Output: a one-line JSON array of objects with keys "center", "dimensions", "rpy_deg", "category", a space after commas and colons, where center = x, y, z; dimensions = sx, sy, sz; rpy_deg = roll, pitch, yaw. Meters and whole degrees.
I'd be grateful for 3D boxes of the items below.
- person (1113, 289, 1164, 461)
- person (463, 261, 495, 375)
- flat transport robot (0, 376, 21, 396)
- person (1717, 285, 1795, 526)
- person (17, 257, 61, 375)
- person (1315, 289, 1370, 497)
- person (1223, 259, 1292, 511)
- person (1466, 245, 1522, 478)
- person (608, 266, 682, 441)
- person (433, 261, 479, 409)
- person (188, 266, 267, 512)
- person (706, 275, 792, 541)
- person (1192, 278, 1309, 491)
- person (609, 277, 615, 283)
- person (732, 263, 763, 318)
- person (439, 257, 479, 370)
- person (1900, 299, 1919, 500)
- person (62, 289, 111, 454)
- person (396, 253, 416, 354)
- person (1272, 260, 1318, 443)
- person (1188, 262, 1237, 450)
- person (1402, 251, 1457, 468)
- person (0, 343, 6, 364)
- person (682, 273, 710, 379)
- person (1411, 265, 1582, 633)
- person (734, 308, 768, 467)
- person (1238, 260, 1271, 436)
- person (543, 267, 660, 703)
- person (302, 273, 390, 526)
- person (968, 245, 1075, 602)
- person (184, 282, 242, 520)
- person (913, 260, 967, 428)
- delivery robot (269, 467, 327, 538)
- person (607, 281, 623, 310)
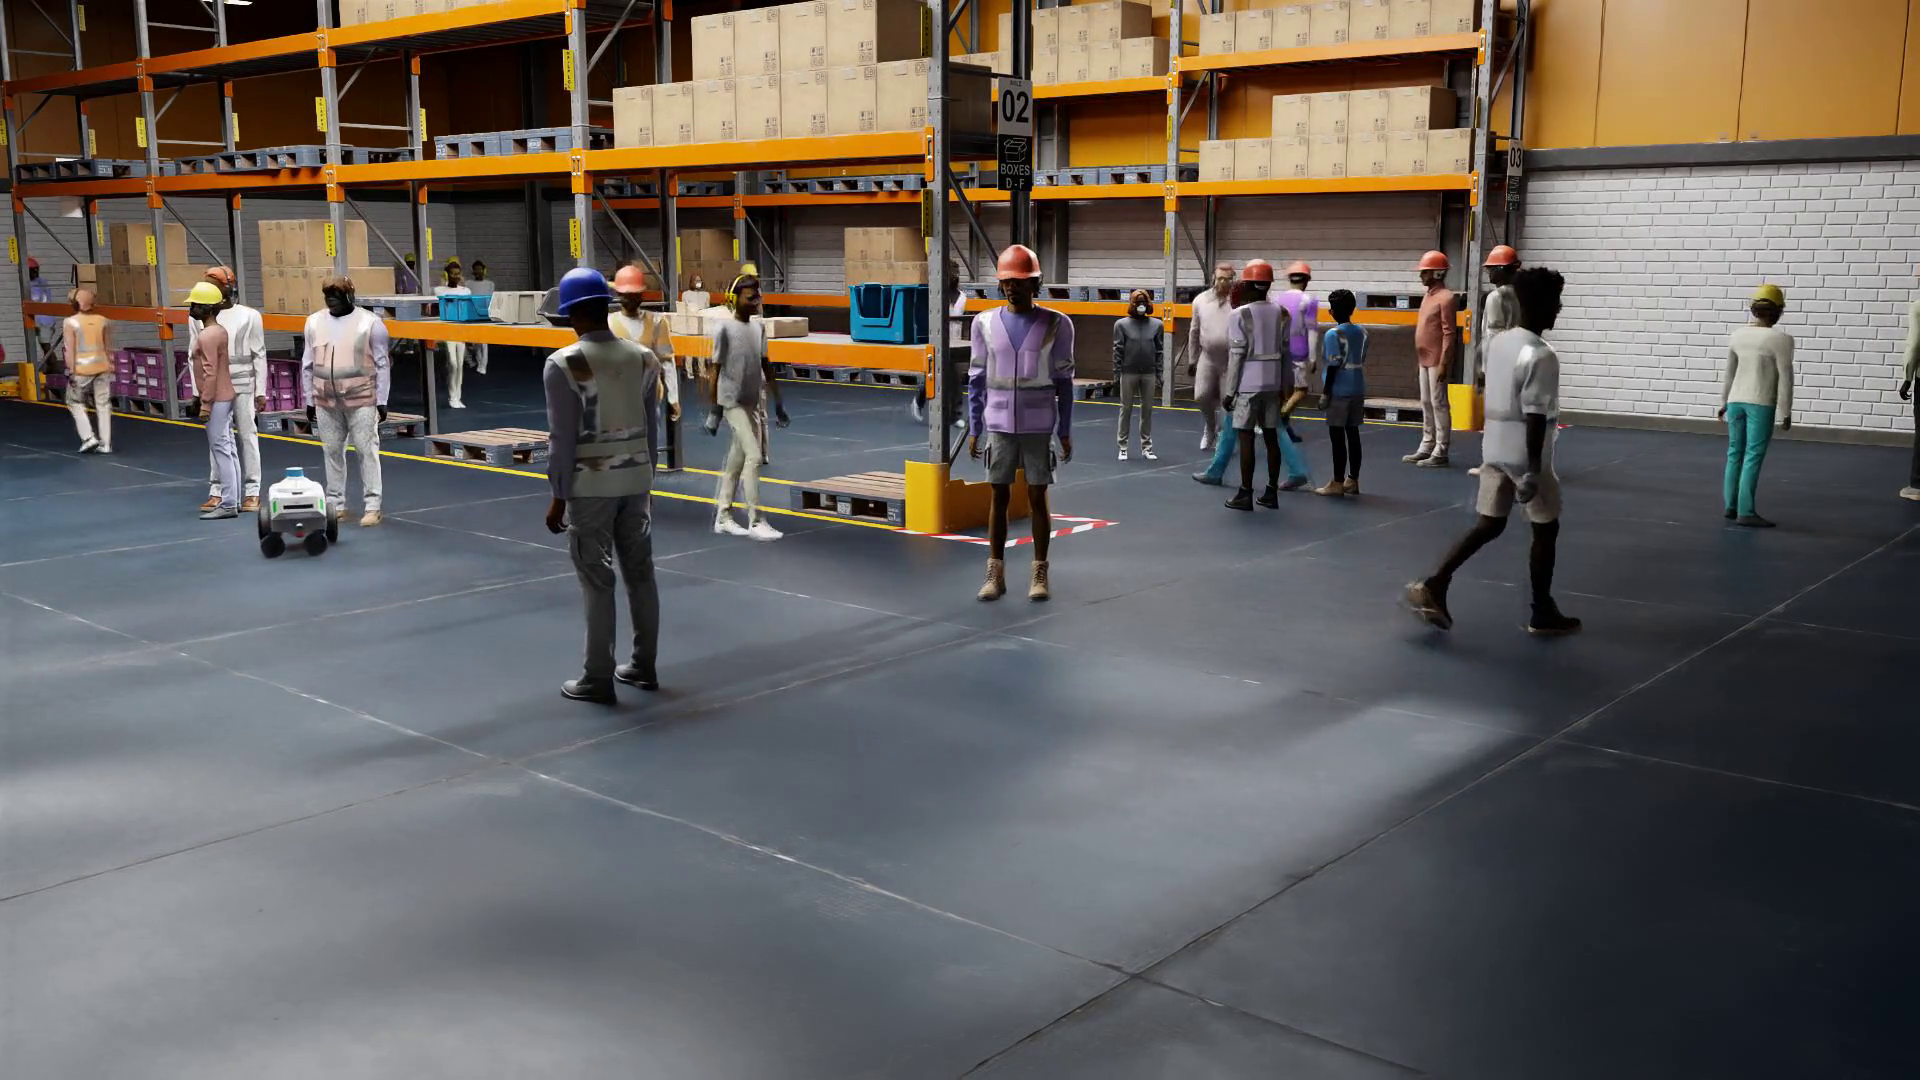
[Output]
[{"center": [1.705, -1.571, 15.886], "dimensions": [0.507, 1.632, 0.275], "rpy_deg": [-2, 10, -10], "category": "person"}, {"center": [-7.791, -3.604, 26.944], "dimensions": [0.537, 1.828, 0.987], "rpy_deg": [-2, 10, -9], "category": "person"}, {"center": [-12.934, -2.136, 22.977], "dimensions": [0.652, 0.197, 1.431], "rpy_deg": [-2, 10, -10], "category": "flat transport robot"}, {"center": [5.860, -0.983, 12.230], "dimensions": [0.511, 1.746, 0.617], "rpy_deg": [-5, 11, -26], "category": "person"}, {"center": [-13.611, -3.241, 24.662], "dimensions": [0.509, 1.902, 0.682], "rpy_deg": [-2, 10, -13], "category": "person"}, {"center": [3.118, -1.195, 13.574], "dimensions": [0.531, 1.692, 0.320], "rpy_deg": [-10, 14, -44], "category": "person"}, {"center": [2.284, -1.193, 12.866], "dimensions": [0.543, 1.939, 0.360], "rpy_deg": [-4, 11, -23], "category": "person"}, {"center": [4.738, -1.561, 14.664], "dimensions": [0.370, 2.044, 0.608], "rpy_deg": [8, 13, 38], "category": "person"}, {"center": [-2.327, -1.027, 12.046], "dimensions": [0.570, 1.882, 0.978], "rpy_deg": [-4, 11, -21], "category": "person"}, {"center": [-6.317, -2.556, 20.863], "dimensions": [0.564, 1.852, 0.527], "rpy_deg": [-9, 13, -40], "category": "person"}, {"center": [-5.620, -1.151, 12.780], "dimensions": [0.574, 1.884, 0.360], "rpy_deg": [0, 10, 0], "category": "person"}, {"center": [-1.435, -0.910, 11.568], "dimensions": [0.799, 1.835, 0.492], "rpy_deg": [5, 11, 28], "category": "person"}, {"center": [2.483, -1.305, 13.985], "dimensions": [1.038, 1.783, 0.576], "rpy_deg": [7, 12, 36], "category": "person"}, {"center": [-3.987, -2.244, 19.563], "dimensions": [0.321, 1.689, 0.530], "rpy_deg": [6, 12, 32], "category": "person"}, {"center": [-3.182, -3.188, 24.619], "dimensions": [0.673, 1.816, 0.596], "rpy_deg": [8, 13, 37], "category": "person"}, {"center": [-8.275, -3.739, 27.581], "dimensions": [0.968, 1.850, 0.621], "rpy_deg": [7, 12, 34], "category": "person"}, {"center": [7.876, -1.306, 13.348], "dimensions": [0.612, 1.994, 0.395], "rpy_deg": [2, 10, 10], "category": "person"}, {"center": [-8.536, -1.641, 16.287], "dimensions": [0.411, 1.622, 0.539], "rpy_deg": [5, 11, 27], "category": "person"}, {"center": [-10.442, -4.502, 31.737], "dimensions": [0.587, 1.927, 0.367], "rpy_deg": [-7, 12, -36], "category": "person"}, {"center": [3.387, -1.917, 17.102], "dimensions": [0.618, 1.903, 0.592], "rpy_deg": [-10, 14, -44], "category": "person"}, {"center": [2.560, -1.771, 16.302], "dimensions": [0.665, 1.887, 0.425], "rpy_deg": [4, 11, 20], "category": "person"}, {"center": [4.370, -1.665, 15.392], "dimensions": [0.395, 1.994, 0.613], "rpy_deg": [-1, 10, -4], "category": "person"}, {"center": [-13.319, -2.850, 22.872], "dimensions": [0.388, 1.756, 0.546], "rpy_deg": [-6, 12, -30], "category": "person"}, {"center": [-4.083, -3.322, 25.851], "dimensions": [0.499, 1.634, 0.279], "rpy_deg": [-8, 13, -37], "category": "person"}, {"center": [2.830, -0.450, 8.639], "dimensions": [0.869, 1.942, 0.606], "rpy_deg": [-3, 10, -15], "category": "person"}, {"center": [-1.939, -1.487, 15.417], "dimensions": [0.313, 1.633, 0.517], "rpy_deg": [2, 10, 11], "category": "person"}, {"center": [3.158, -2.065, 17.922], "dimensions": [0.400, 1.907, 0.644], "rpy_deg": [7, 12, 36], "category": "person"}, {"center": [-1.605, -0.240, 7.447], "dimensions": [0.413, 1.936, 0.605], "rpy_deg": [8, 13, 38], "category": "person"}, {"center": [-4.471, -1.010, 12.104], "dimensions": [0.634, 1.839, 0.429], "rpy_deg": [1, 10, 3], "category": "person"}, {"center": [0.354, -0.648, 9.531], "dimensions": [0.628, 2.045, 0.515], "rpy_deg": [2, 10, 13], "category": "person"}, {"center": [-5.596, -1.039, 12.472], "dimensions": [0.301, 1.772, 0.525], "rpy_deg": [-2, 10, -14], "category": "person"}, {"center": [-0.202, -2.211, 18.789], "dimensions": [0.602, 1.894, 0.744], "rpy_deg": [-8, 13, -38], "category": "person"}, {"center": [-4.433, -0.242, 11.121], "dimensions": [0.477, 0.478, 0.707], "rpy_deg": [-4, 11, -23], "category": "delivery robot"}, {"center": [-3.292, -1.675, 16.305], "dimensions": [0.329, 1.696, 0.686], "rpy_deg": [-9, 13, -40], "category": "person"}]
